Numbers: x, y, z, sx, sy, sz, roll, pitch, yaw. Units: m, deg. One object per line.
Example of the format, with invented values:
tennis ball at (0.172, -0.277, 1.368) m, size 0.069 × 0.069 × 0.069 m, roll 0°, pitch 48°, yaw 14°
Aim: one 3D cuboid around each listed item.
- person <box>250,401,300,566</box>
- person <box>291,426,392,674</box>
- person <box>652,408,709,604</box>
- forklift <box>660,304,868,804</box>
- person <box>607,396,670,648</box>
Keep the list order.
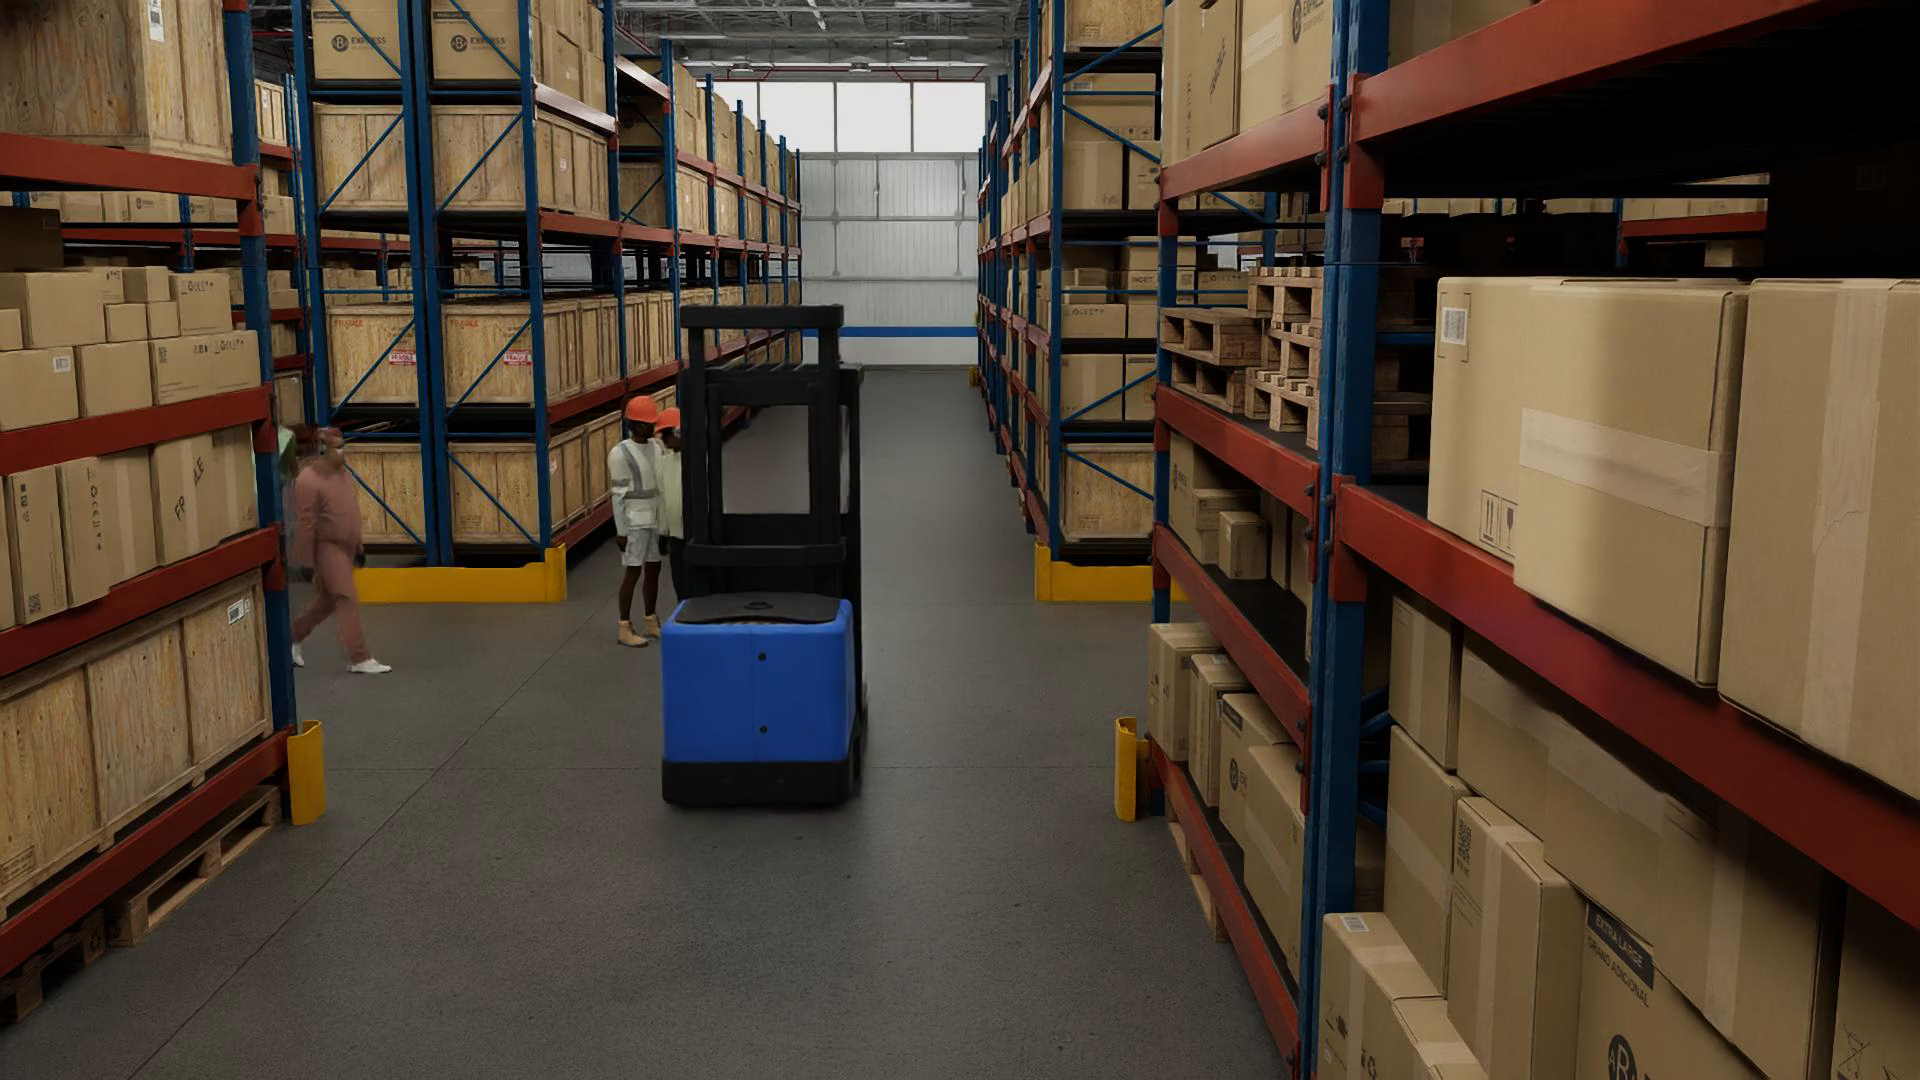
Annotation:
person at (-6.615, -0.459, 15.894) m, size 0.570 × 1.823 × 0.627 m, roll 0°, pitch 9°, yaw 0°
person at (-4.755, 0.074, 12.476) m, size 0.883 × 1.878 × 0.647 m, roll 1°, pitch 9°, yaw 5°
person at (-2.128, -0.061, 13.087) m, size 0.651 × 1.956 × 0.469 m, roll 9°, pitch 13°, yaw 43°
forklift at (-1.152, -0.010, 9.920) m, size 1.129 × 2.768 × 1.873 m, roll 0°, pitch 9°, yaw -1°
person at (-2.538, -0.146, 13.369) m, size 0.415 × 2.031 × 0.604 m, roll 6°, pitch 11°, yaw 30°
